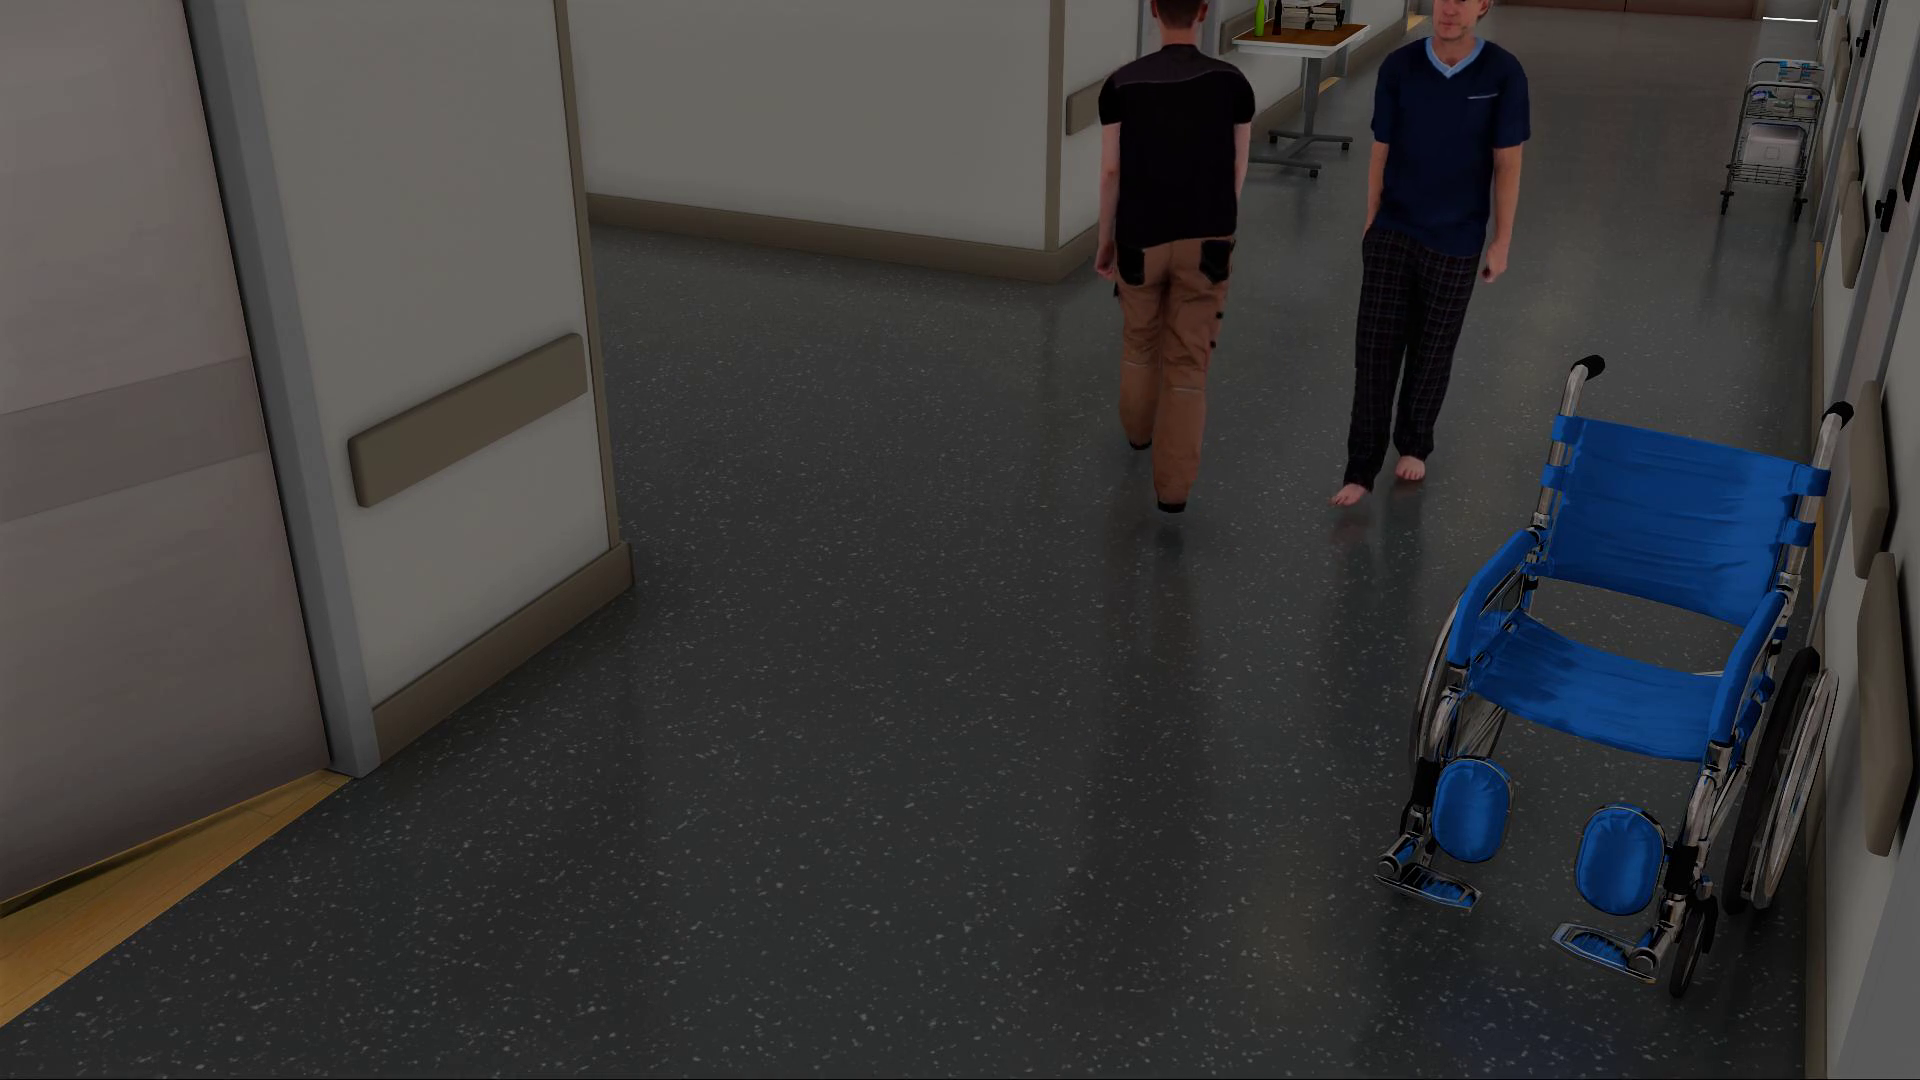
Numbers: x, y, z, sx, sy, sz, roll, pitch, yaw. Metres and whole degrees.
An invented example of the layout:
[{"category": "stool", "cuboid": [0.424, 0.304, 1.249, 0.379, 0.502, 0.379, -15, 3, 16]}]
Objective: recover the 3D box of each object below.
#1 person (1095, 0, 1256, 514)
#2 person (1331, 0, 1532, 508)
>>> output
[{"category": "person", "cuboid": [0.723, -0.955, 5.622, 0.847, 1.787, 1.288, 4, 26, 9]}, {"category": "person", "cuboid": [1.642, -1.066, 5.785, 0.716, 1.847, 0.940, 9, 27, 17]}]
